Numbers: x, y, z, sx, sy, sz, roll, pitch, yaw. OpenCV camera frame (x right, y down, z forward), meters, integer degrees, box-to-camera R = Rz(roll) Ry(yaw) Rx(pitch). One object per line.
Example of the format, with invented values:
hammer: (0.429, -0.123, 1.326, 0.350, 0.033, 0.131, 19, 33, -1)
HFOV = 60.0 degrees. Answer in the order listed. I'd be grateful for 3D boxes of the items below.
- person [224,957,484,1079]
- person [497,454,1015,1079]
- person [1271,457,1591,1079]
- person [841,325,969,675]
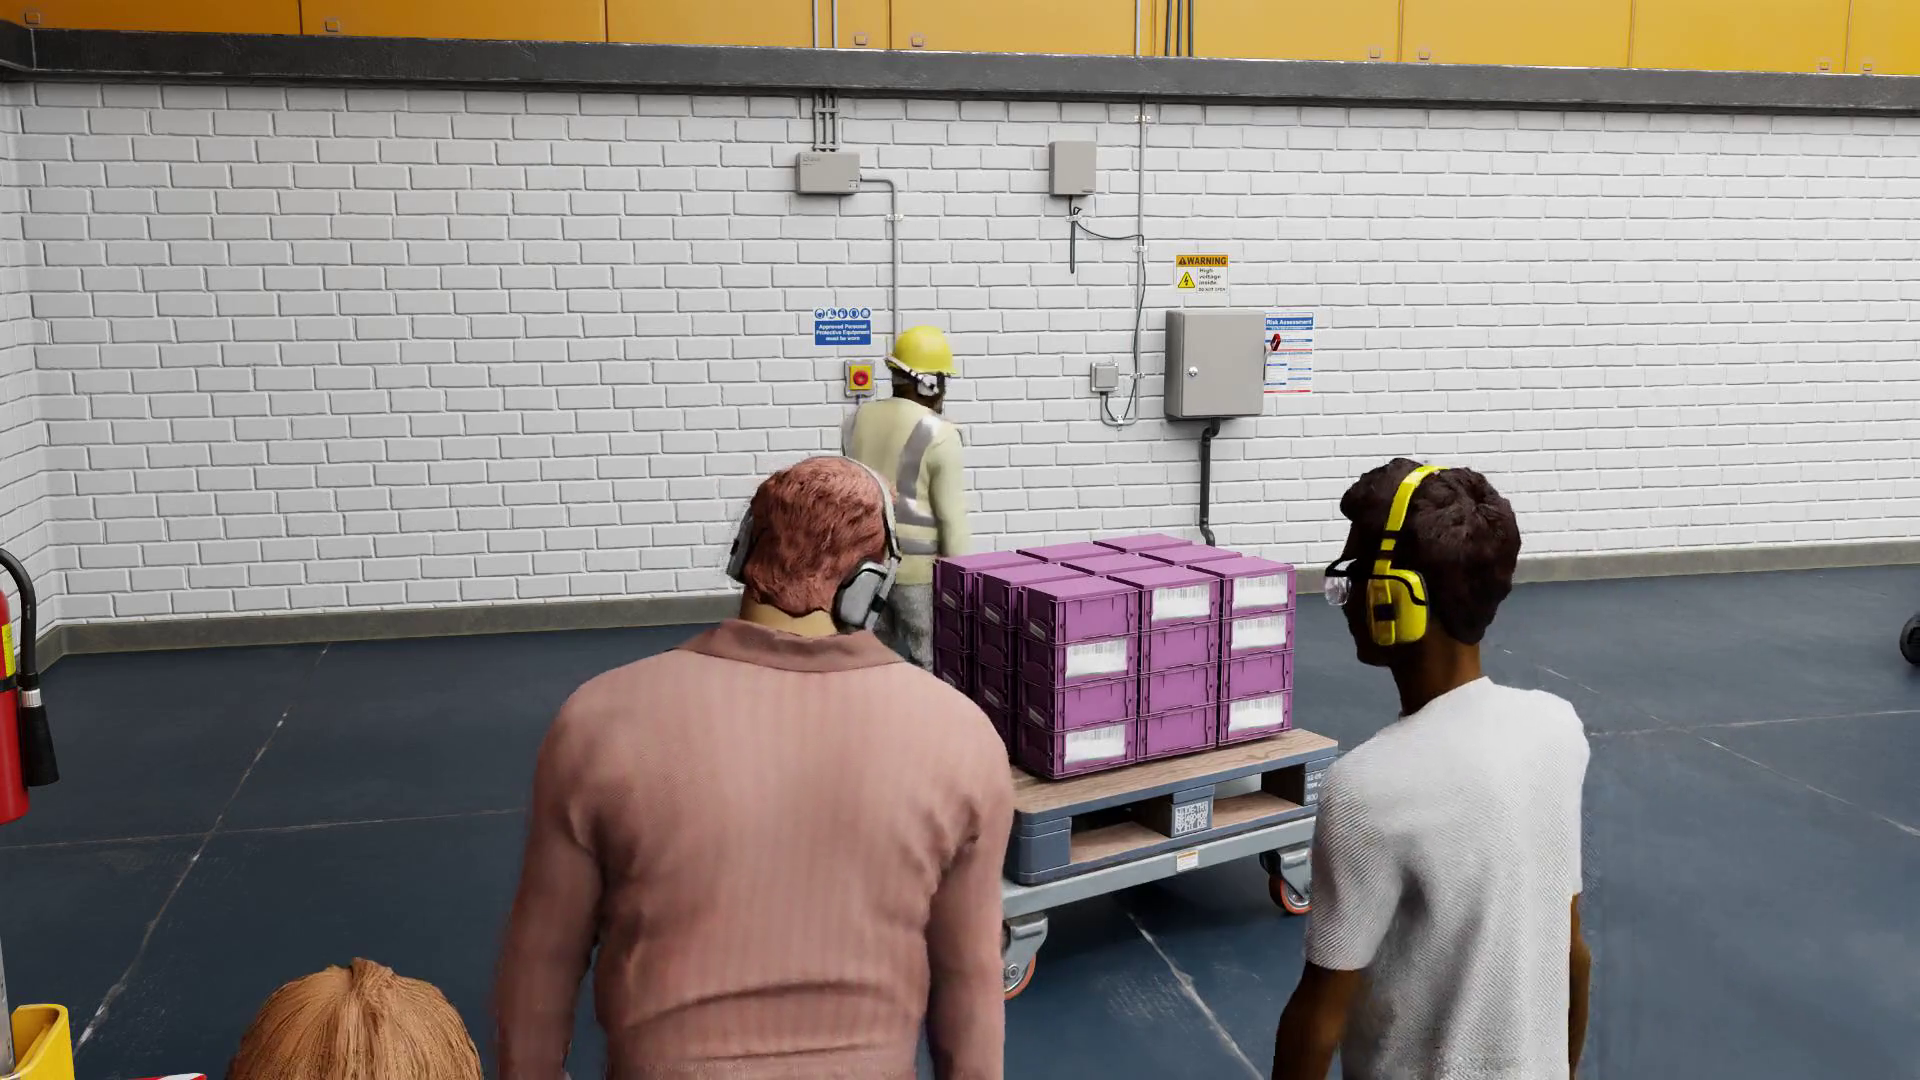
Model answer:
person: (-0.453, 1.118, 1.284, 0.503, 1.589, 0.845, -4, 11, -23)
person: (-0.268, 0.816, 2.286, 0.702, 1.852, 0.962, -4, 11, -19)
person: (0.571, 0.815, 2.236, 0.628, 1.846, 0.542, 10, 14, 43)
person: (-0.196, 0.094, 6.376, 0.595, 1.819, 0.435, 9, 14, 42)
